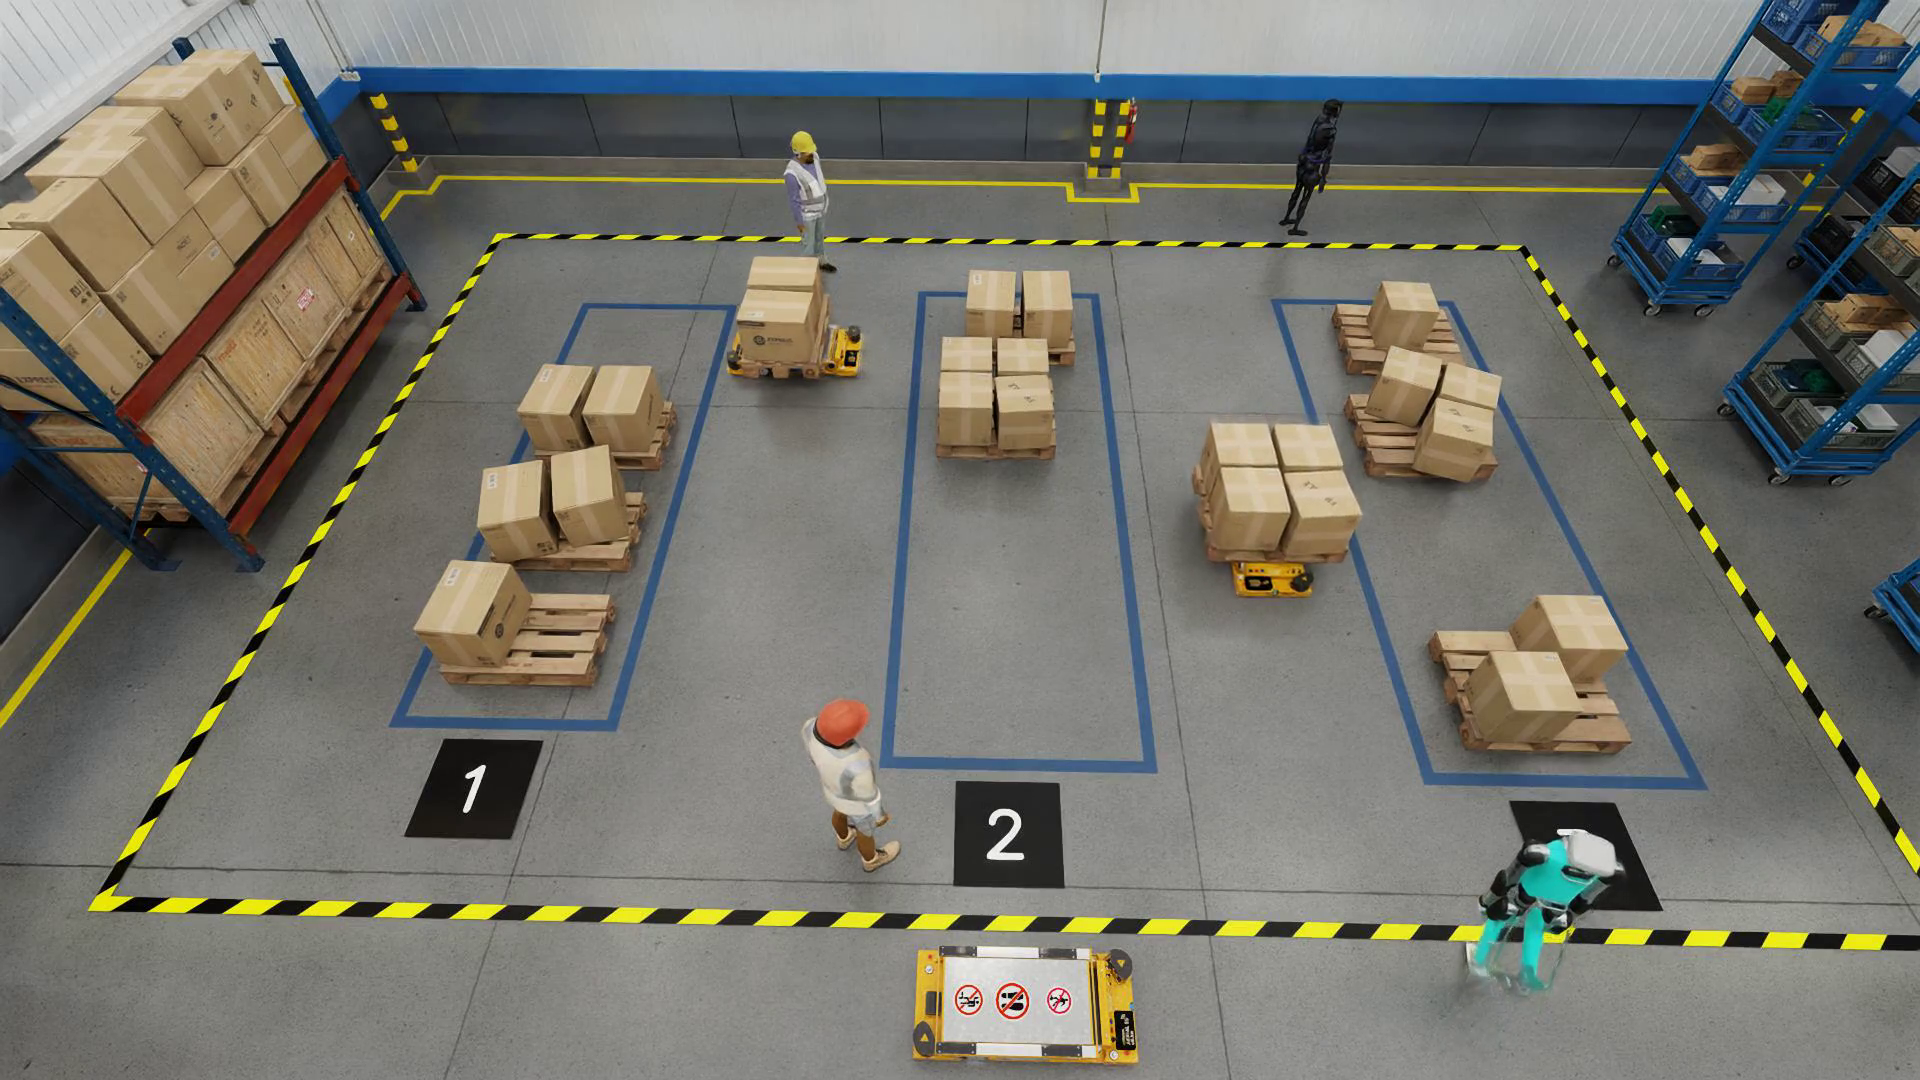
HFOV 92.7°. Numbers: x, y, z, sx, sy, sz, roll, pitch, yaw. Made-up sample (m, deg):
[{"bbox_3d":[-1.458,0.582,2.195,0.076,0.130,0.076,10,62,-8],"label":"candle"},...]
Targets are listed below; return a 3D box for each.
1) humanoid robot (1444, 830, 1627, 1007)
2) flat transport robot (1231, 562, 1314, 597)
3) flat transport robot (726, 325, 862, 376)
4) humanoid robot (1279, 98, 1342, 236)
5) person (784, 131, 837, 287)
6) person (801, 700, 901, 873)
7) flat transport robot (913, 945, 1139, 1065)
[{"bbox_3d":[3.438,2.469,5.599,0.544,1.896,0.762,11,52,9],"label":"humanoid robot"},{"bbox_3d":[2.813,-0.105,8.553,0.652,0.197,1.431,1,51,1],"label":"flat transport robot"},{"bbox_3d":[-1.837,-2.121,10.197,1.431,0.197,0.652,1,51,1],"label":"flat transport robot"},{"bbox_3d":[4.353,-4.615,11.328,0.315,1.659,0.599,-7,51,-6],"label":"humanoid robot"},{"bbox_3d":[-1.714,-3.830,10.598,0.404,1.830,0.600,19,53,15],"label":"person"},{"bbox_3d":[-0.704,1.619,6.021,0.605,2.045,0.375,37,59,26],"label":"person"},{"bbox_3d":[0.422,3.041,6.007,1.431,0.231,0.659,1,51,1],"label":"flat transport robot"}]
